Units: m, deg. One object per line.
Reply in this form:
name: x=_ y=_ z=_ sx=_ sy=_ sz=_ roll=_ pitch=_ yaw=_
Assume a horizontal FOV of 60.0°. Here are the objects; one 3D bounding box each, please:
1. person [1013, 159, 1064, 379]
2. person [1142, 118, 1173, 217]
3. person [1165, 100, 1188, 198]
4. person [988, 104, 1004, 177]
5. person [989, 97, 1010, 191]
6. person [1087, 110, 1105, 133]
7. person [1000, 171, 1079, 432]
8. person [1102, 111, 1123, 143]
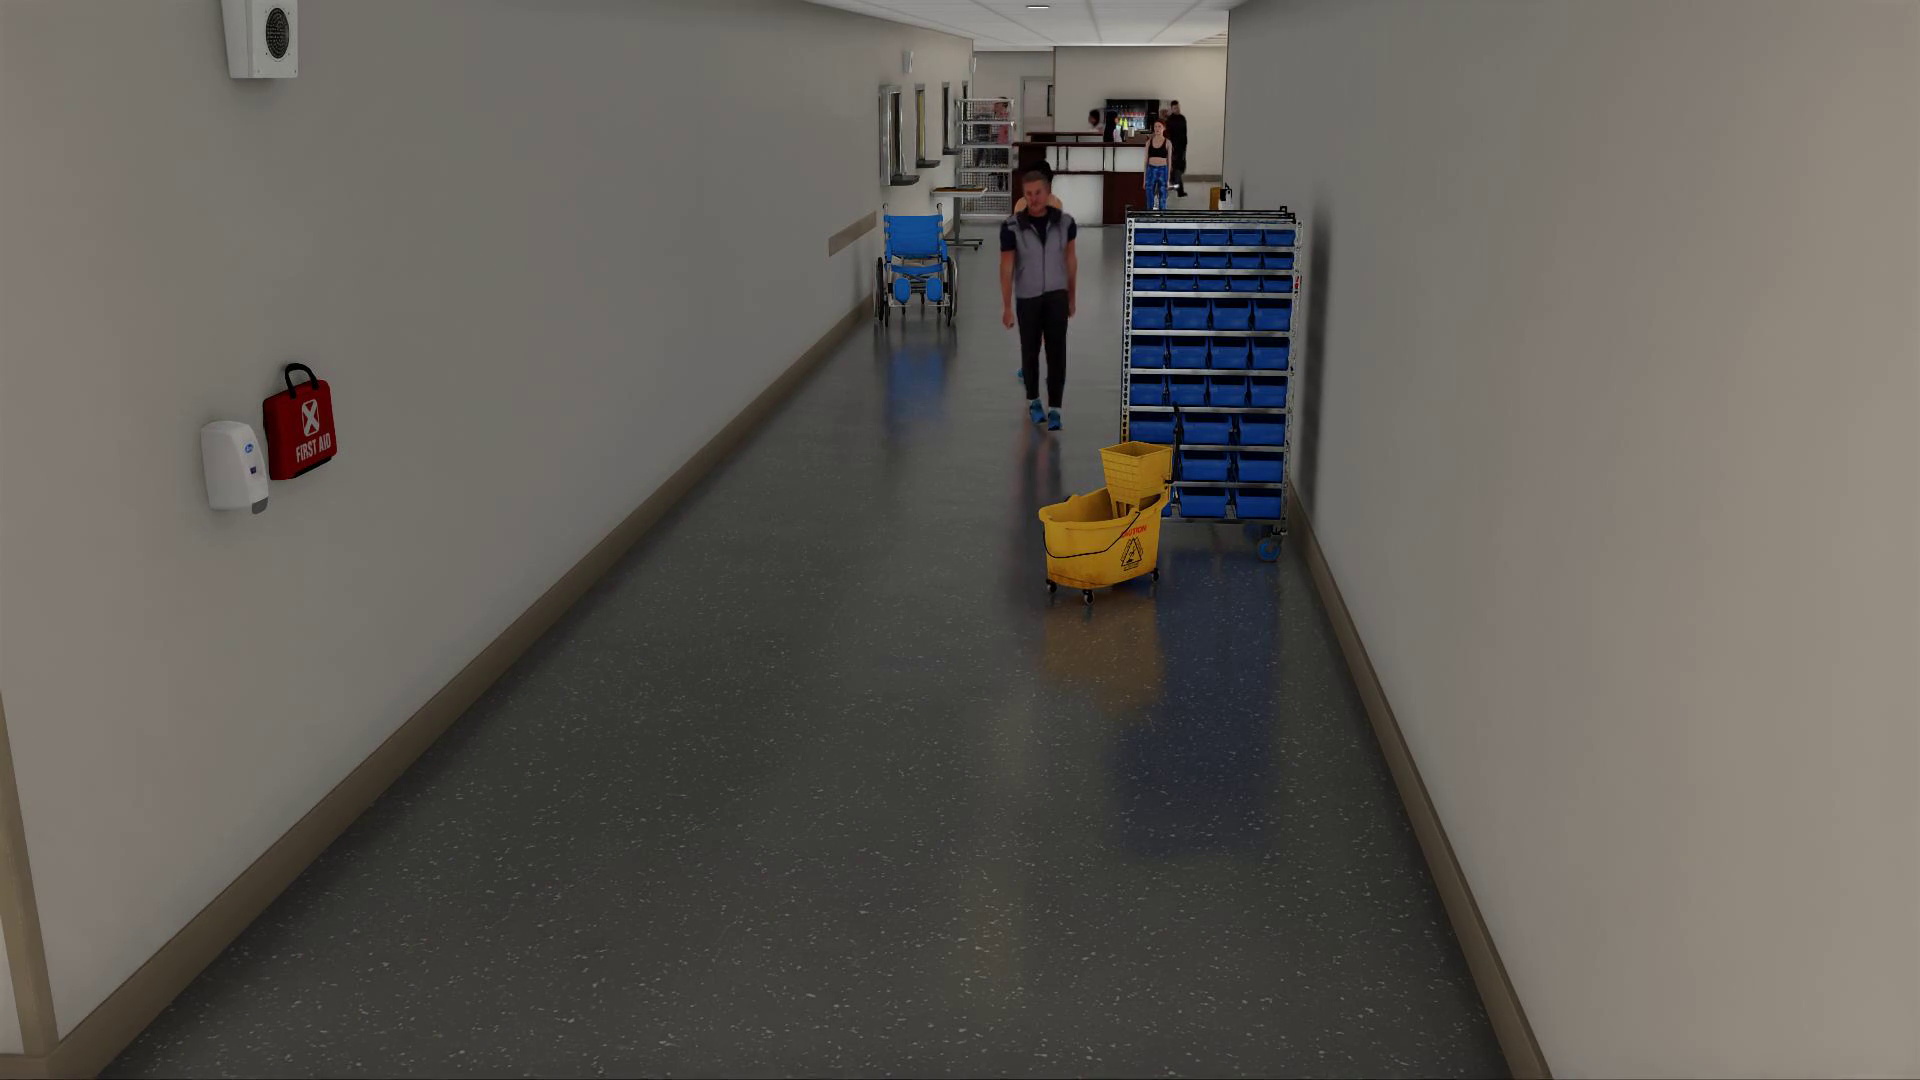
person: x=0.637 y=-2.188 z=13.493 sx=0.595 sy=1.764 sz=0.726 roll=-4 pitch=16 yaw=-14
person: x=2.872 y=-5.224 z=24.222 sx=0.593 sy=1.785 sz=0.683 roll=5 pitch=17 yaw=18
person: x=4.260 y=-7.768 z=33.092 sx=1.125 sy=1.870 sz=1.166 roll=-13 pitch=20 yaw=-38
person: x=0.913 y=-9.602 z=39.847 sx=0.629 sy=1.732 sz=0.741 roll=11 pitch=19 yaw=34
person: x=0.951 y=-7.853 z=33.264 sx=0.929 sy=1.940 sz=0.857 roll=-7 pitch=17 yaw=-24
person: x=2.824 y=-7.960 z=34.125 sx=0.754 sy=1.678 sz=0.735 roll=-3 pitch=16 yaw=-11
person: x=0.568 y=-1.647 z=11.568 sx=0.978 sy=1.768 sz=0.887 roll=-3 pitch=16 yaw=-11
person: x=2.530 y=-6.282 z=27.934 sx=0.716 sy=1.807 sz=0.688 roll=-9 pitch=18 yaw=-30
